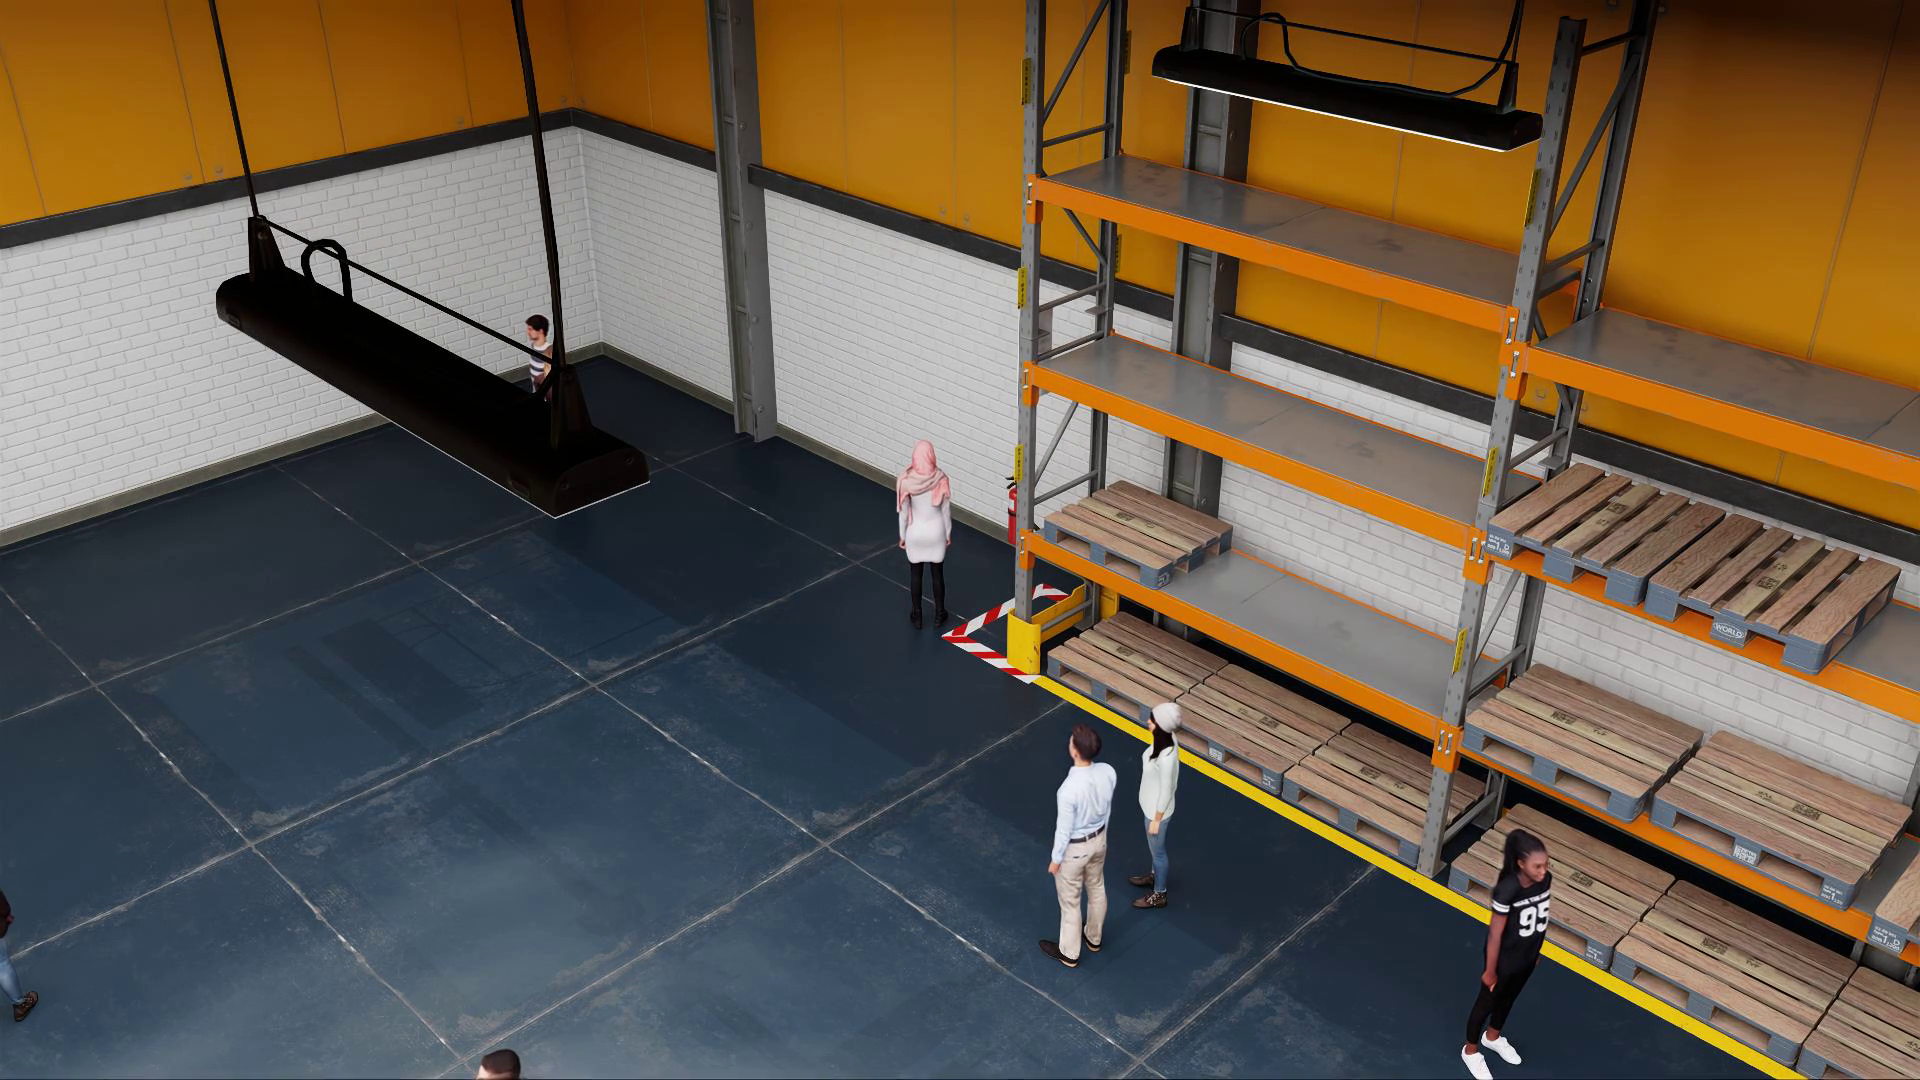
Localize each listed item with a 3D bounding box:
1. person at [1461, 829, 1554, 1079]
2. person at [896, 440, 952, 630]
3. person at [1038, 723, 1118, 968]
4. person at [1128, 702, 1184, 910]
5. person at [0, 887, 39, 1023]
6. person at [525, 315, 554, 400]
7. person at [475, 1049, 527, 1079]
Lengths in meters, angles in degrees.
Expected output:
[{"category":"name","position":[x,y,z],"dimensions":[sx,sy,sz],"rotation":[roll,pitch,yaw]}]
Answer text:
[{"category":"person","position":[3.322,2.491,10.023],"dimensions":[0.657,1.729,0.617],"rotation":[-17,33,-29]},{"category":"person","position":[-0.305,-0.050,14.603],"dimensions":[0.732,1.803,0.787],"rotation":[-1,29,-2]},{"category":"person","position":[0.785,1.984,10.829],"dimensions":[0.652,1.848,0.613],"rotation":[-22,36,-35]},{"category":"person","position":[1.354,1.798,11.381],"dimensions":[0.692,1.645,0.638],"rotation":[1,29,2]},{"category":"person","position":[-6.172,2.361,10.359],"dimensions":[0.738,1.634,0.764],"rotation":[-8,30,-15]},{"category":"person","position":[-4.219,-1.450,17.120],"dimensions":[0.720,1.852,0.490],"rotation":[-22,36,-35]},{"category":"person","position":[-2.261,3.282,8.540],"dimensions":[0.748,1.761,0.608],"rotation":[-12,31,-20]}]
